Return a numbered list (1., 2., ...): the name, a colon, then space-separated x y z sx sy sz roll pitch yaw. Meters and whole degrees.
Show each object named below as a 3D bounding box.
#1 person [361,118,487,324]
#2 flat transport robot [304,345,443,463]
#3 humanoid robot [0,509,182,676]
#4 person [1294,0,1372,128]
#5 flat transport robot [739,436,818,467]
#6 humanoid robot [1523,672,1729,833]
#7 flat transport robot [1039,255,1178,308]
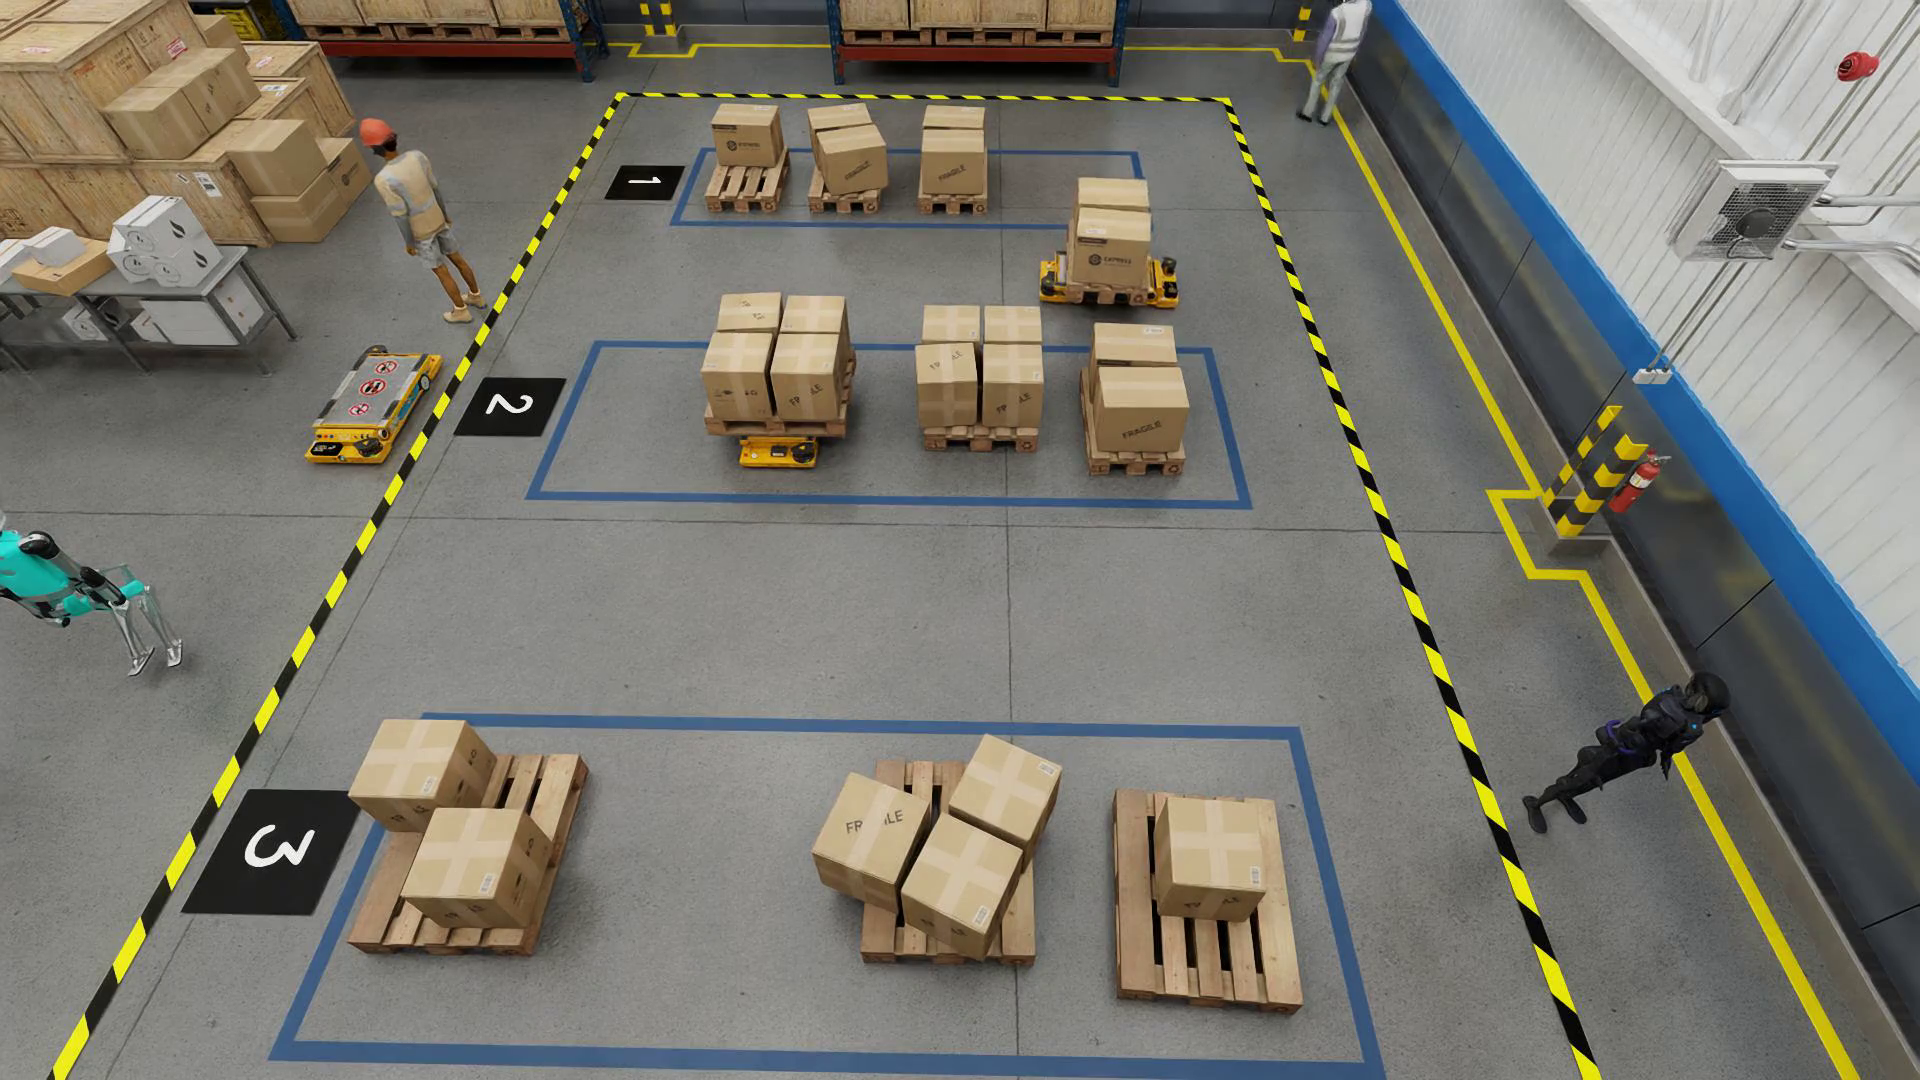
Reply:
1. person: -5.114 -3.004 8.748 0.366 2.045 0.607 12 51 10
2. flat transport robot: -5.383 -1.269 8.441 0.659 0.231 1.431 1 50 1
3. humanoid robot: -5.834 0.259 6.100 0.533 1.674 0.735 -11 51 -9
4. person: 4.745 -6.130 11.569 0.620 1.791 0.406 -10 51 -9
5. flat transport robot: -1.582 -1.235 8.394 0.652 0.197 1.431 1 50 1
6. humanoid robot: 3.920 1.258 5.372 0.599 1.654 0.315 -7 50 -6
7. flat transport robot: 1.571 -2.763 9.686 1.431 0.197 0.652 4 50 3
